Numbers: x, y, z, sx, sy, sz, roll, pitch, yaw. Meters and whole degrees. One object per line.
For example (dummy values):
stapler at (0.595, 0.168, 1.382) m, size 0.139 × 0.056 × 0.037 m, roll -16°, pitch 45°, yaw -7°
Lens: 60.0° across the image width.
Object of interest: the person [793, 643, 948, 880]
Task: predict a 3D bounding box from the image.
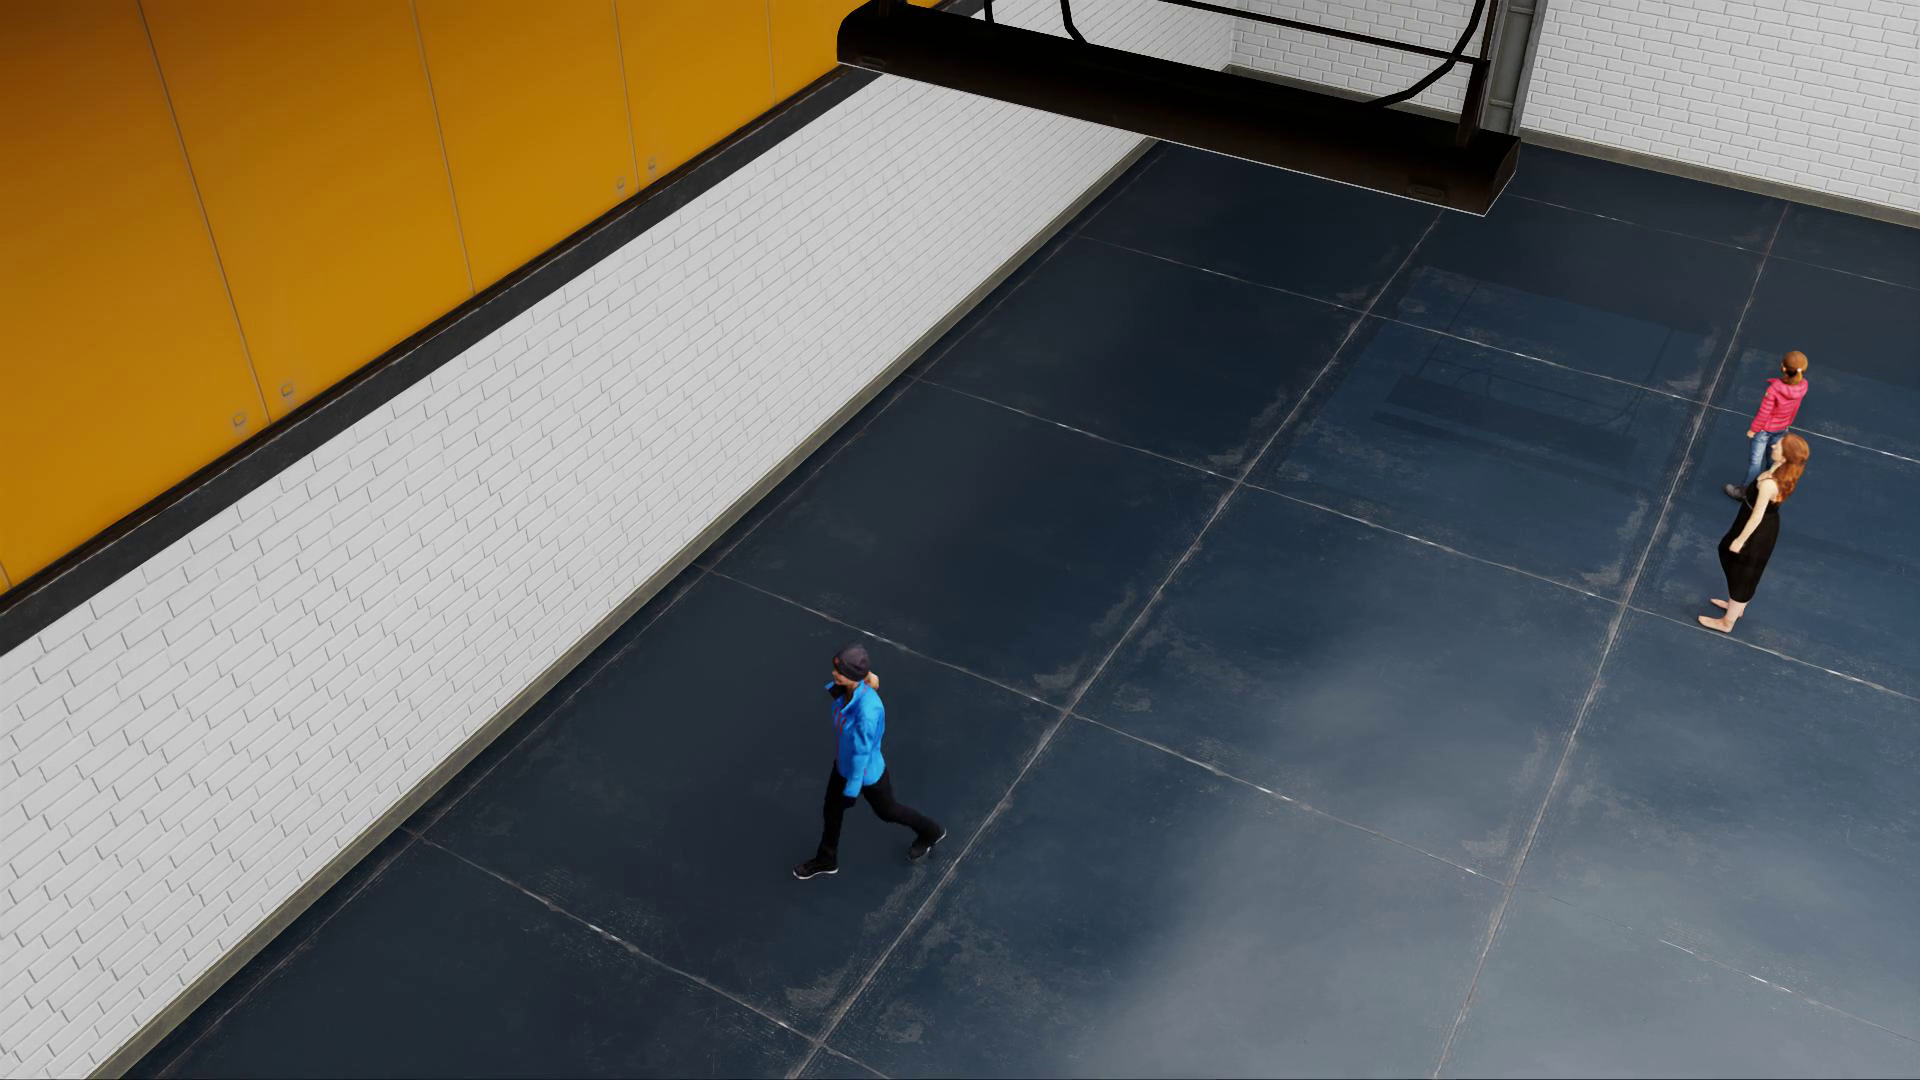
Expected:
person at (-0.476, 1.315, 9.597) m, size 1.136 × 1.752 × 1.173 m, roll -15°, pitch 41°, yaw -18°

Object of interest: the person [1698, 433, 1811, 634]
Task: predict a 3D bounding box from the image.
person at (5.471, -0.051, 11.410) m, size 0.630 × 1.625 × 0.617 m, roll 30°, pitch 48°, yaw 32°

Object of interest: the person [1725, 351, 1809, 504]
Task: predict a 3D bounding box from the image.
person at (6.194, -0.859, 12.668) m, size 0.596 × 1.318 × 0.652 m, roll -11°, pitch 40°, yaw -13°
